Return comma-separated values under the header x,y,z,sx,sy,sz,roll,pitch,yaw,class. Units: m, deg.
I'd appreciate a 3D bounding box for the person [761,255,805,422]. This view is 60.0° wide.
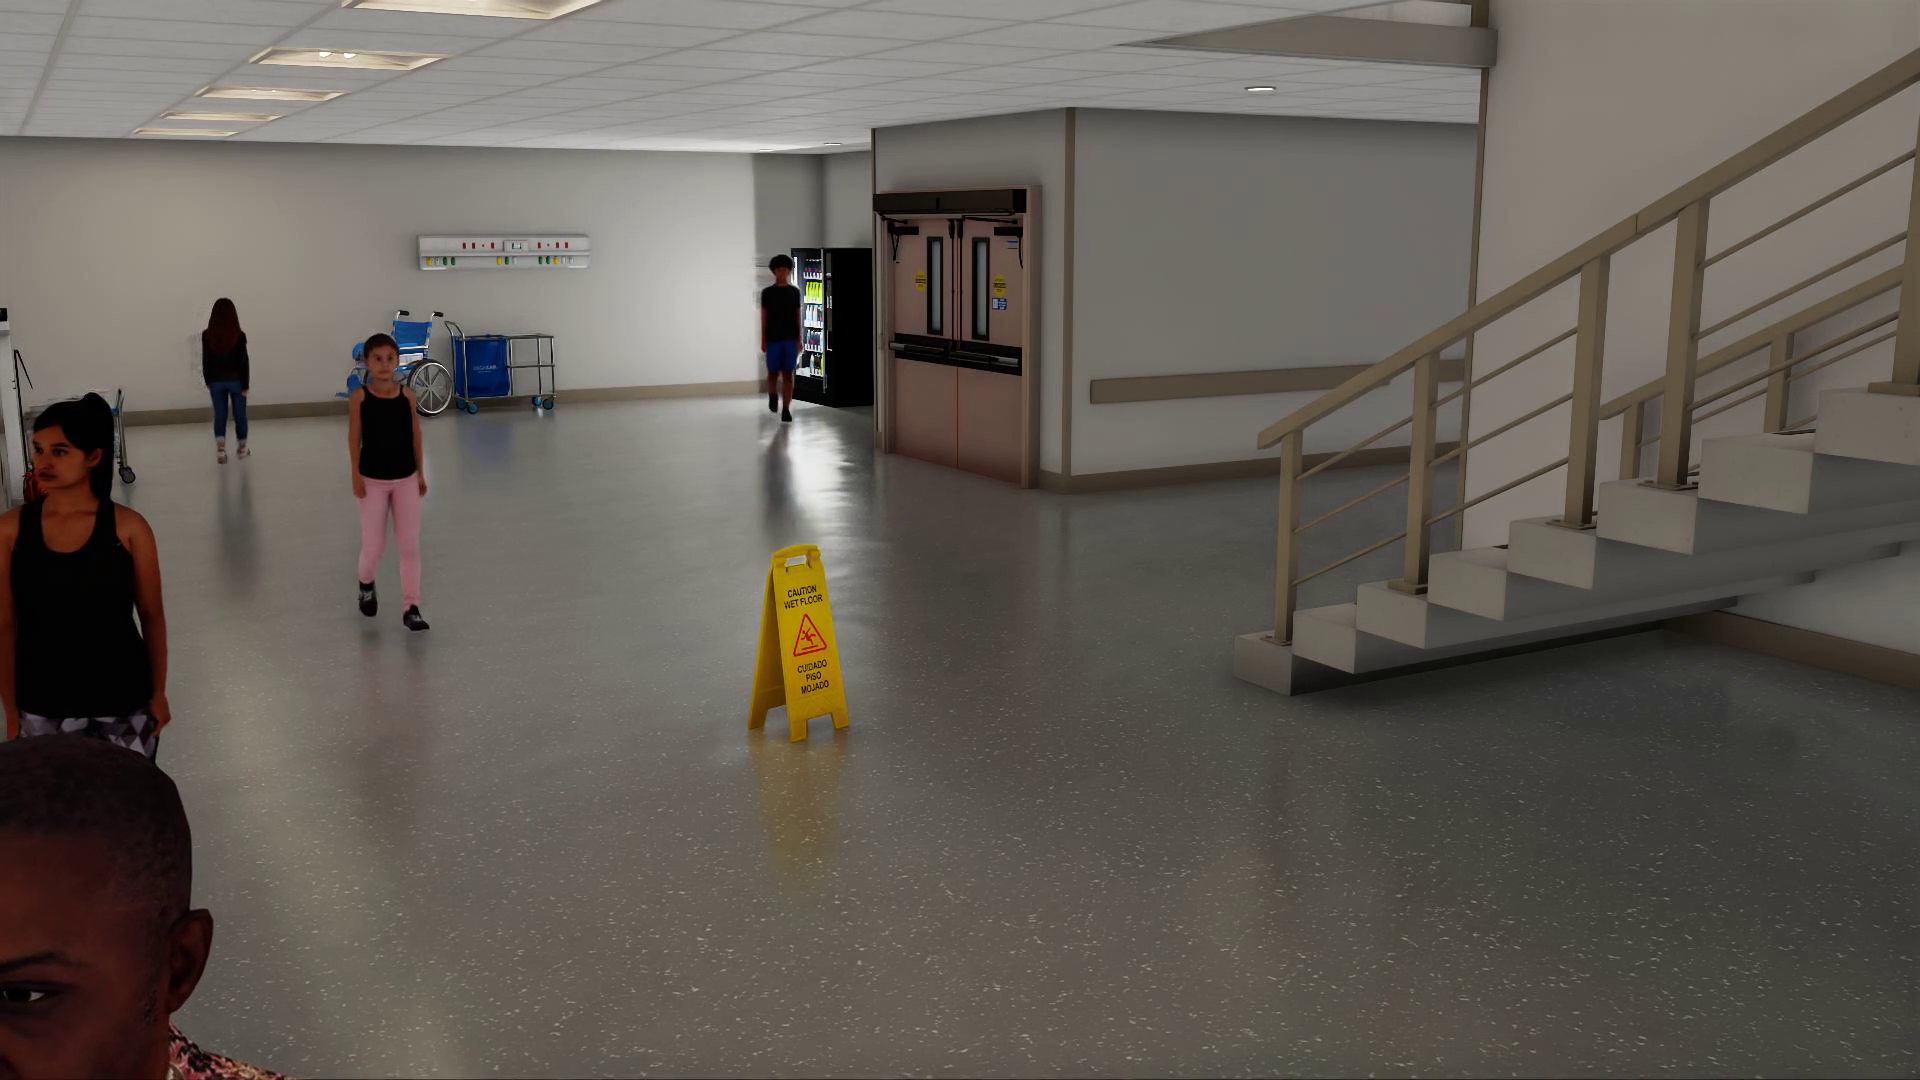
x,y,z,sx,sy,sz,roll,pitch,yaw,class
-1.929,-2.173,17.968,0.774,1.784,0.989,-2,11,-13,person

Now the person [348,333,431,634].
x,y,z,sx,sy,sz,roll,pitch,yaw,class
-3.016,-0.298,8.719,0.529,1.548,0.904,-7,13,-31,person

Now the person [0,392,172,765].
x,y,z,sx,sy,sz,roll,pitch,yaw,class
-2.423,0.422,4.615,0.604,1.662,0.552,-4,12,-21,person

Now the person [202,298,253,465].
x,y,z,sx,sy,sz,roll,pitch,yaw,class
-6.504,-1.386,14.703,0.697,1.454,1.006,-3,11,-16,person
